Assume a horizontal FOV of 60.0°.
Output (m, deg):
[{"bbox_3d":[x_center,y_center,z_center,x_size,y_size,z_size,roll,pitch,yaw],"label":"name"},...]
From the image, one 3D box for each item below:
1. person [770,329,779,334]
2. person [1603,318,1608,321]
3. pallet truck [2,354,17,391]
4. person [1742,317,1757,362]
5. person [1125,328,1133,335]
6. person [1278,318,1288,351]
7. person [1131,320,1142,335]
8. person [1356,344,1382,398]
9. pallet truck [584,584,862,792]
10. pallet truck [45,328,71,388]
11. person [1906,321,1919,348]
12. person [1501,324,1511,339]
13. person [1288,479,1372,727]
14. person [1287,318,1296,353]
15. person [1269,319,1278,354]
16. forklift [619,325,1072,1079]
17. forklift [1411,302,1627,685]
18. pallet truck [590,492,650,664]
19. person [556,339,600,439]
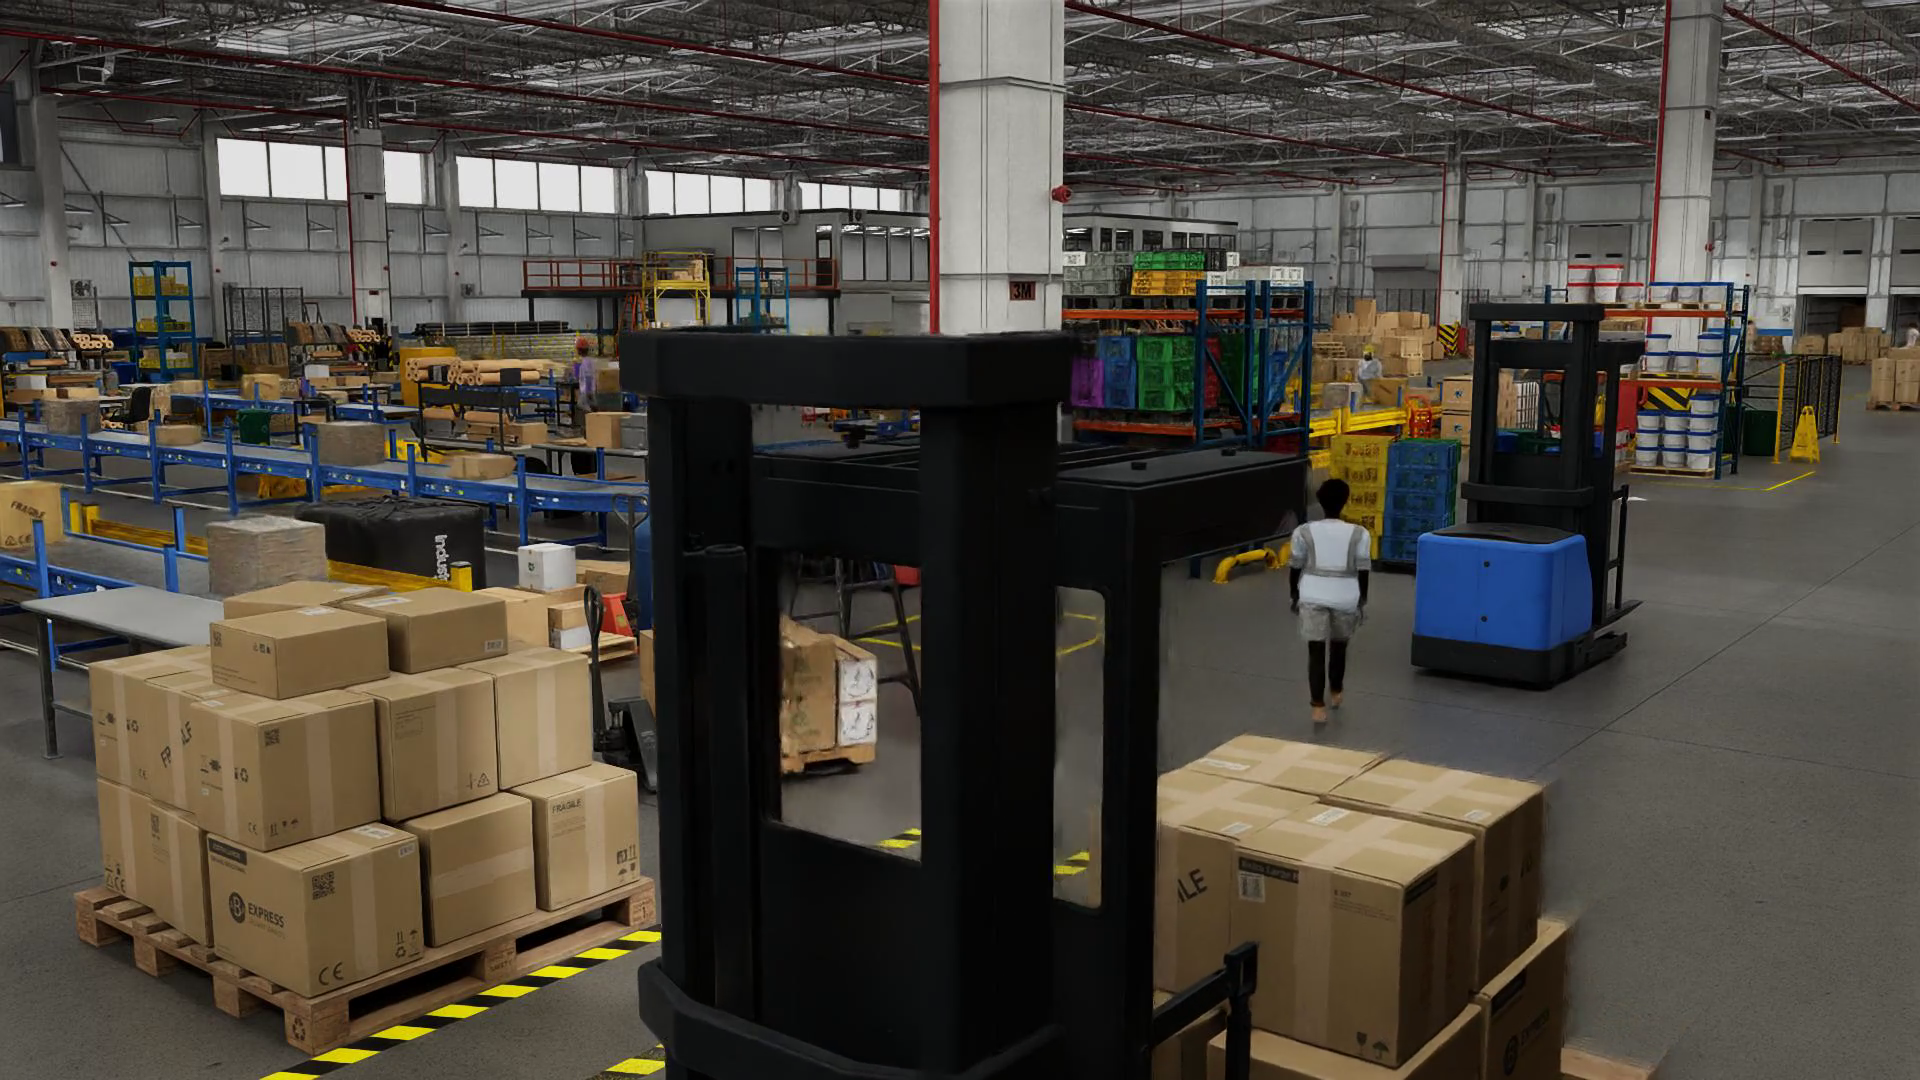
[{"bbox_3d":[-6.952,-7.213,62.001,0.327,1.842,0.517,5,10,29],"label":"person"},{"bbox_3d":[25.841,-7.944,66.668,0.543,1.923,0.690,0,8,1],"label":"person"},{"bbox_3d":[-24.881,-4.417,42.634,1.885,1.965,0.823,8,11,41],"label":"pallet truck"},{"bbox_3d":[33.304,-8.474,70.285,0.595,1.913,0.471,-1,9,-7],"label":"person"},{"bbox_3d":[5.812,-6.363,56.633,0.785,1.738,0.531,7,11,41],"label":"person"},{"bbox_3d":[15.383,-9.800,79.115,0.616,1.943,0.407,-3,9,-18],"label":"person"},{"bbox_3d":[6.583,-7.251,61.999,0.631,1.908,0.889,-6,11,-37],"label":"person"},{"bbox_3d":[8.785,-3.300,35.744,0.593,1.818,0.497,8,12,43],"label":"person"},{"bbox_3d":[-1.426,0.805,10.019,1.601,1.201,0.680,-4,9,-26],"label":"pallet truck"},{"bbox_3d":[-23.775,-4.544,43.495,1.885,1.965,0.823,6,10,35],"label":"pallet truck"},{"bbox_3d":[33.261,-6.654,57.950,0.515,1.925,0.654,0,8,2],"label":"person"},{"bbox_3d":[19.433,-6.790,59.249,0.998,1.817,0.557,1,9,8],"label":"person"},{"bbox_3d":[2.493,0.408,11.269,0.547,1.648,0.866,2,9,11],"label":"person"},{"bbox_3d":[15.938,-9.945,80.383,0.755,1.850,0.659,8,11,42],"label":"person"},{"bbox_3d":[14.298,-9.238,76.090,0.494,1.709,0.689,3,9,18],"label":"person"},{"bbox_3d":[-0.255,0.949,3.499,1.129,2.768,1.873,7,11,37],"label":"forklift"},{"bbox_3d":[4.379,-0.438,12.852,1.129,2.768,1.873,7,11,37],"label":"forklift"},{"bbox_3d":[-3.115,0.344,12.883,0.653,1.274,1.630,7,11,37],"label":"pallet truck"},{"bbox_3d":[-7.454,-2.975,32.956,1.073,1.981,0.636,-1,8,-6],"label":"person"}]
